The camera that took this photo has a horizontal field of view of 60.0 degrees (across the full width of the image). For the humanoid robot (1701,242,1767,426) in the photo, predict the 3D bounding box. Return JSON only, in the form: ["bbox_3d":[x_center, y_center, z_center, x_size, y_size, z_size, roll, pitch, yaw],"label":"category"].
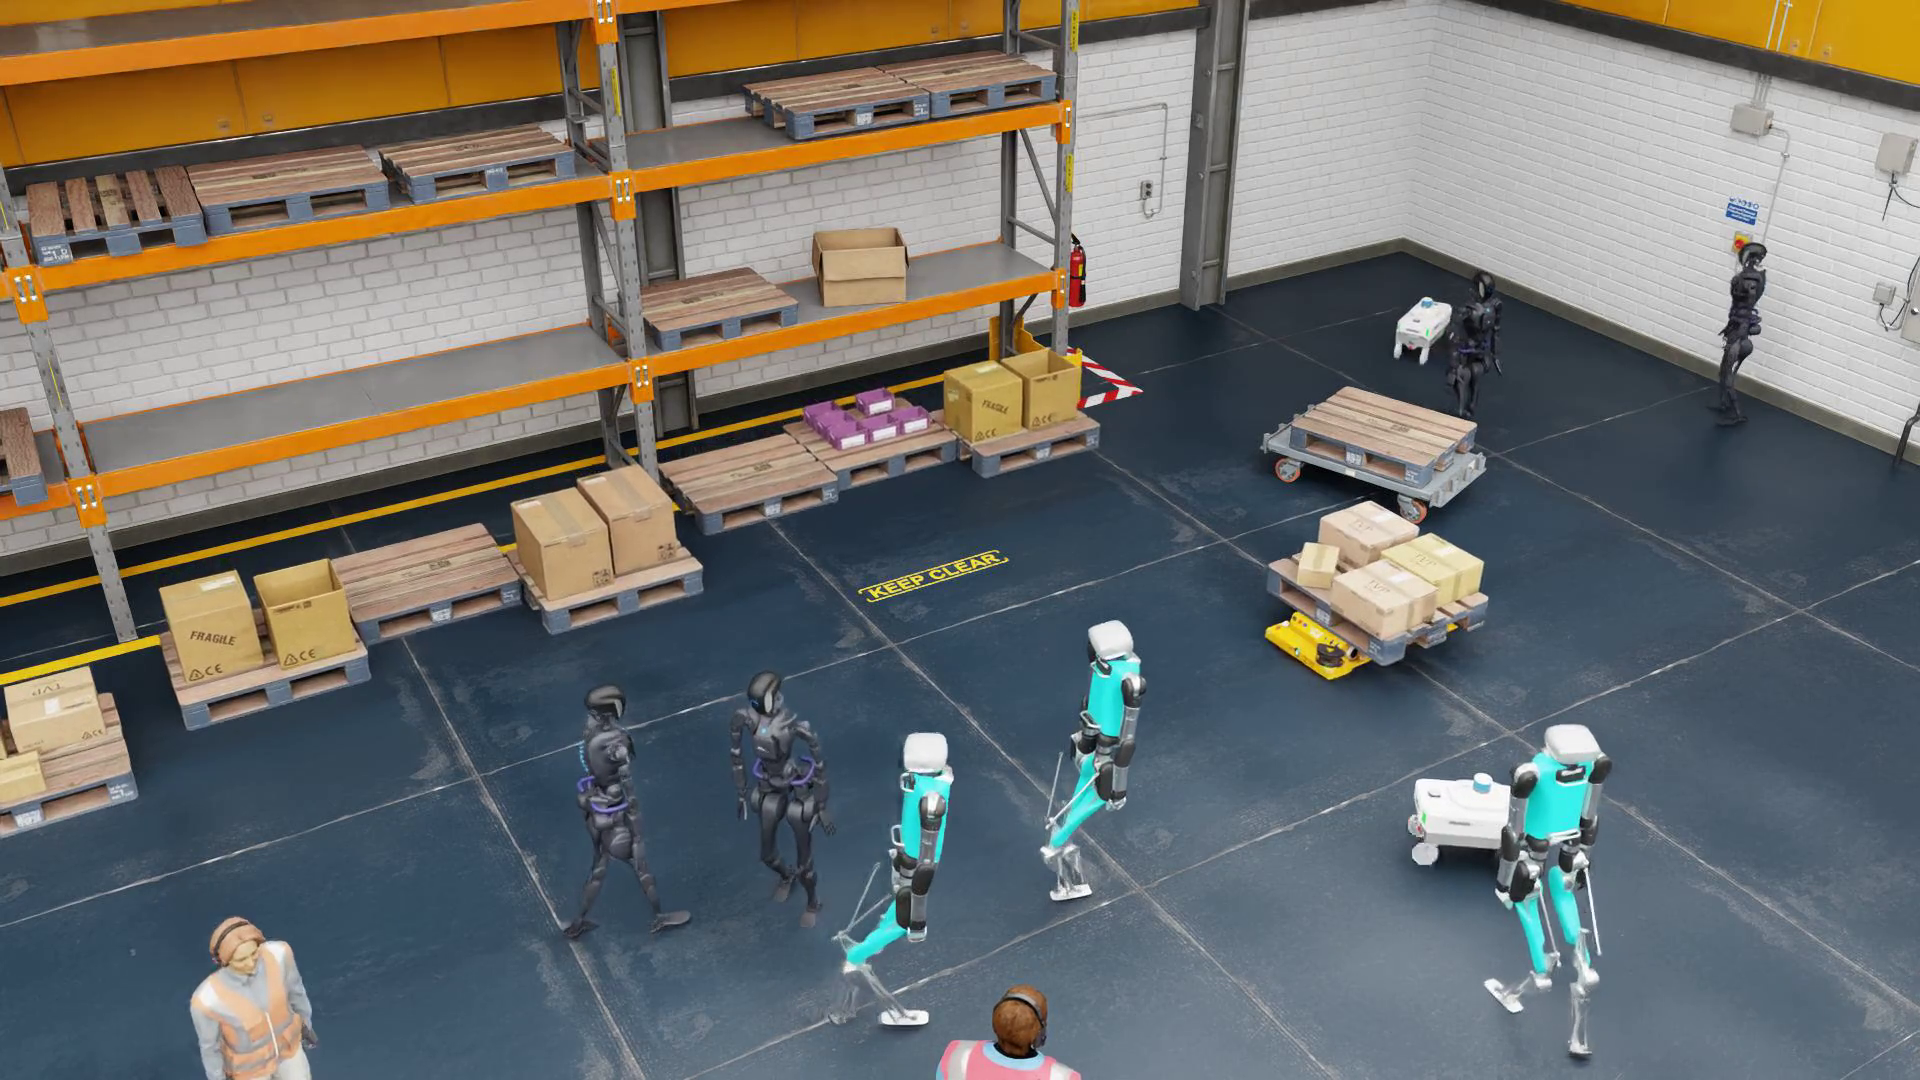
[{"bbox_3d":[6.976,-1.851,14.814,0.399,1.638,0.602,7,30,12],"label":"humanoid robot"}]

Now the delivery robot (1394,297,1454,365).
[{"bbox_3d":[4.580,-2.100,16.414,0.499,0.608,0.799,18,34,28],"label":"delivery robot"}]

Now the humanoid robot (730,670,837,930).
[{"bbox_3d":[-0.934,1.376,9.124,0.611,1.649,0.412,10,31,17],"label":"humanoid robot"}]

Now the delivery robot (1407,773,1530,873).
[{"bbox_3d":[3.035,1.628,9.773,0.739,0.566,0.499,4,30,7],"label":"delivery robot"}]

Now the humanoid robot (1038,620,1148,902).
[{"bbox_3d":[0.616,1.336,9.205,0.736,1.871,0.541,-11,31,-19],"label":"humanoid robot"}]

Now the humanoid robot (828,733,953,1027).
[{"bbox_3d":[-0.401,1.824,8.374,0.742,1.903,0.568,-3,30,-6],"label":"humanoid robot"}]

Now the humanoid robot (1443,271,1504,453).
[{"bbox_3d":[4.376,-1.544,14.275,0.592,1.649,0.394,-16,33,-26],"label":"humanoid robot"}]

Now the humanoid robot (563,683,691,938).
[{"bbox_3d":[-1.877,1.477,8.968,0.666,1.656,0.593,-18,34,-29],"label":"humanoid robot"}]

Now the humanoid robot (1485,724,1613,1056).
[{"bbox_3d":[3.032,1.836,8.260,0.530,1.806,0.828,-8,30,-14],"label":"humanoid robot"}]

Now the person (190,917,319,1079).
[{"bbox_3d":[-3.172,2.312,7.507,0.442,1.624,0.513,18,34,29],"label":"person"}]

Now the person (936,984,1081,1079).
[{"bbox_3d":[0.217,2.563,6.855,0.629,1.838,0.431,9,31,15],"label":"person"}]

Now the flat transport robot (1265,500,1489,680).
[{"bbox_3d":[2.957,0.575,11.957,1.431,0.231,0.659,-17,34,-28],"label":"flat transport robot"}]
